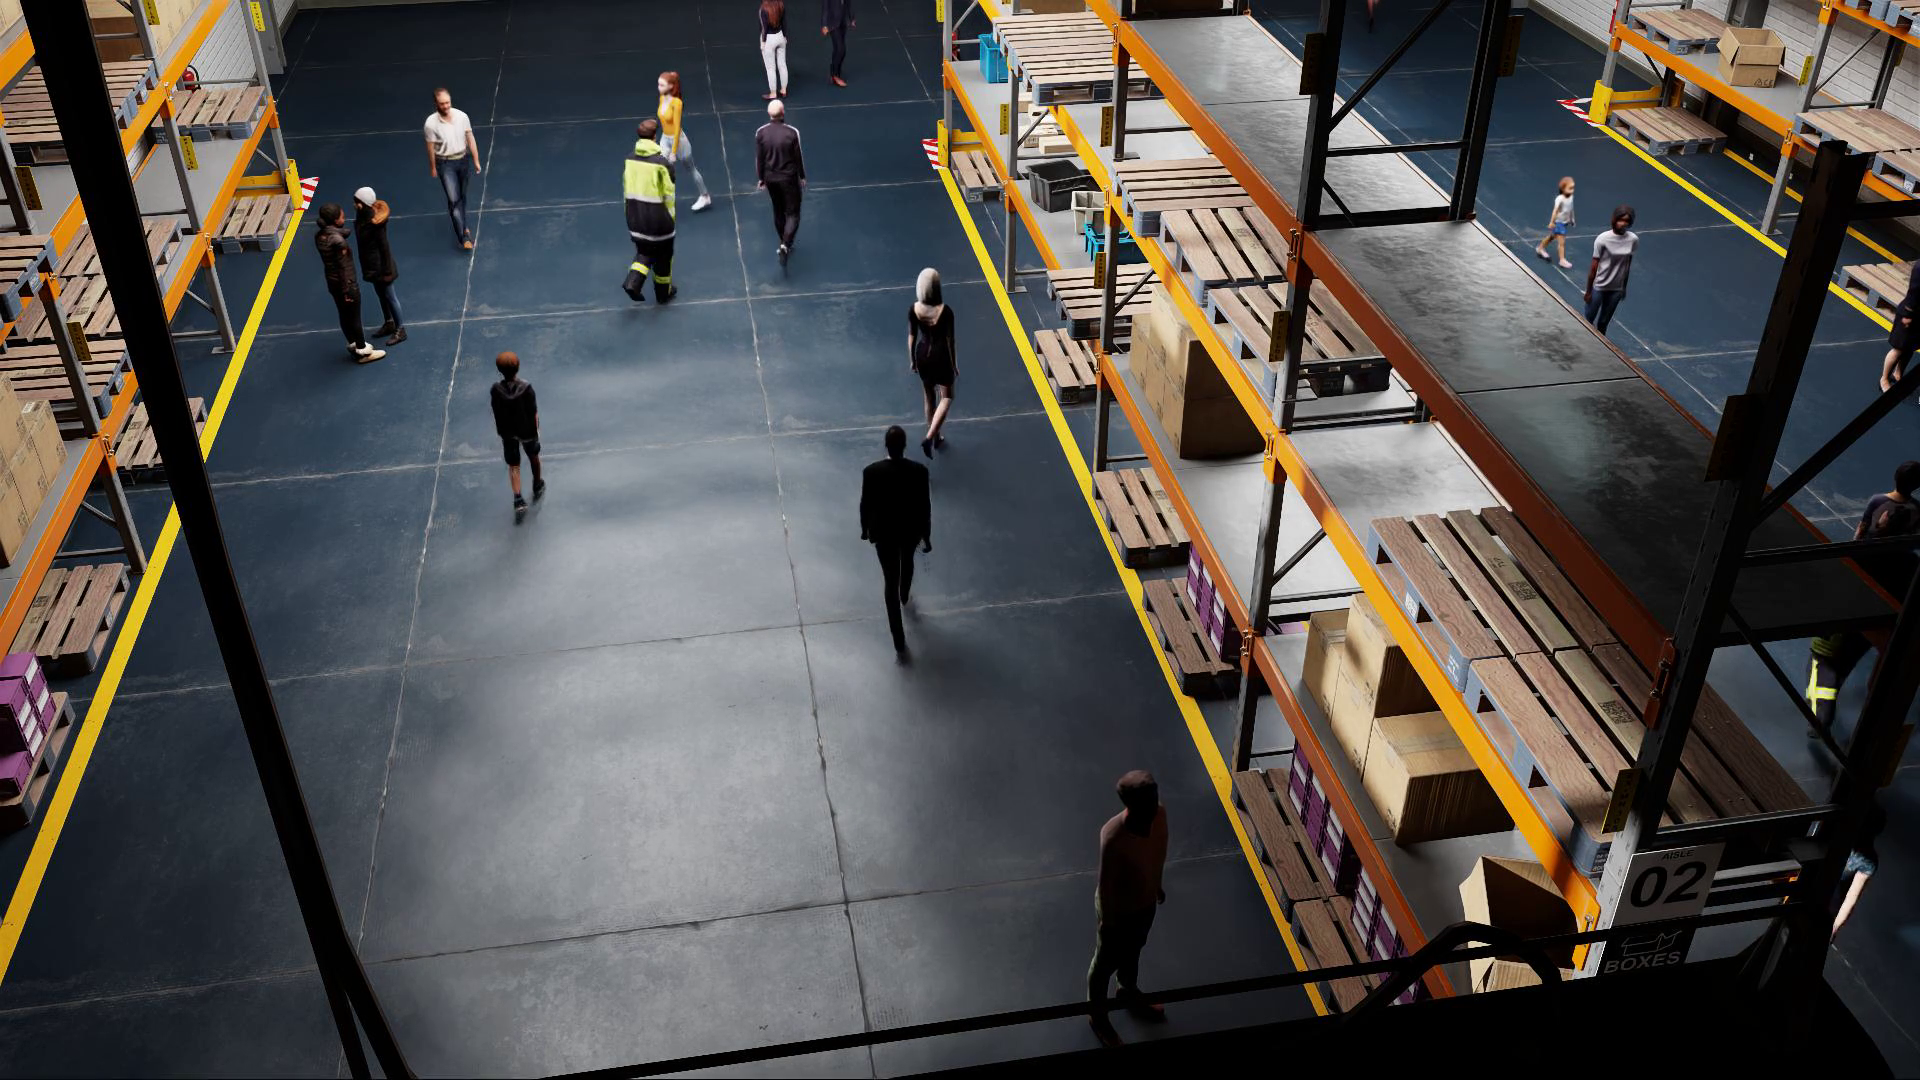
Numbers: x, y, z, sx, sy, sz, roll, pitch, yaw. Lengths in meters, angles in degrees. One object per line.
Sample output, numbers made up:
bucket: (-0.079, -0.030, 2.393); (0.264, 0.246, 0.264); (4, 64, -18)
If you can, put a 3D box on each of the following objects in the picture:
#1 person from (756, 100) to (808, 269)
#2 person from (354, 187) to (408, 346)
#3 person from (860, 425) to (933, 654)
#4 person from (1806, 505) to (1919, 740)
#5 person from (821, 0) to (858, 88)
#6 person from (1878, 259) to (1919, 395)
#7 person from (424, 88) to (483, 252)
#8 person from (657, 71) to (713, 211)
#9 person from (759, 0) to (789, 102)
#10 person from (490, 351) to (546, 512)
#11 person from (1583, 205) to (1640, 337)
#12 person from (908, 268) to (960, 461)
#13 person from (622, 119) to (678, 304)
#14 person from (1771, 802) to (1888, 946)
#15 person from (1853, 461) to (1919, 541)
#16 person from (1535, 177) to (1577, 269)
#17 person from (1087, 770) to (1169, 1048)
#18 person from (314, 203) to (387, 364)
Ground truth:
person: (-1.958, -3.871, 18.201); (0.954, 1.812, 1.210); (6, 34, 9)
person: (-5.835, -2.768, 16.705); (0.797, 1.633, 0.710); (-27, 42, -34)
person: (-0.470, 0.016, 12.408); (0.737, 1.751, 1.176); (-3, 34, -4)
person: (6.173, 0.570, 11.498); (0.945, 1.837, 1.192); (4, 34, 6)
person: (-1.793, -7.254, 23.380); (0.833, 1.715, 0.792); (26, 41, 33)
person: (9.070, -2.141, 15.728); (0.765, 1.669, 0.731); (-15, 37, -22)
person: (-5.743, -4.265, 18.801); (0.948, 1.805, 1.206); (-20, 39, -27)
person: (-3.236, -4.582, 19.374); (1.168, 1.697, 1.123); (27, 42, 35)
person: (-2.587, -6.865, 22.891); (0.710, 1.608, 0.683); (28, 43, 35)
person: (-3.761, -0.899, 14.076); (0.557, 1.430, 0.878); (-4, 34, -6)
person: (6.254, -2.437, 16.126); (0.583, 1.721, 0.516); (-4, 34, -6)
person: (-0.244, -1.509, 14.645); (0.853, 1.816, 1.009); (10, 35, 14)
person: (-3.255, -3.322, 17.257); (1.063, 1.944, 1.163); (14, 36, 20)
person: (4.848, 2.046, 9.400); (0.757, 1.702, 0.657); (-10, 35, -15)
person: (6.863, 0.129, 12.421); (0.679, 1.550, 0.711); (12, 36, 18)
person: (6.637, -3.562, 18.473); (0.633, 0.998, 0.783); (-24, 41, -32)
person: (0.936, 2.014, 9.290); (0.804, 1.875, 0.773); (28, 43, 35)
person: (-6.047, -2.496, 16.270); (0.765, 1.661, 0.705); (-1, 34, -1)
